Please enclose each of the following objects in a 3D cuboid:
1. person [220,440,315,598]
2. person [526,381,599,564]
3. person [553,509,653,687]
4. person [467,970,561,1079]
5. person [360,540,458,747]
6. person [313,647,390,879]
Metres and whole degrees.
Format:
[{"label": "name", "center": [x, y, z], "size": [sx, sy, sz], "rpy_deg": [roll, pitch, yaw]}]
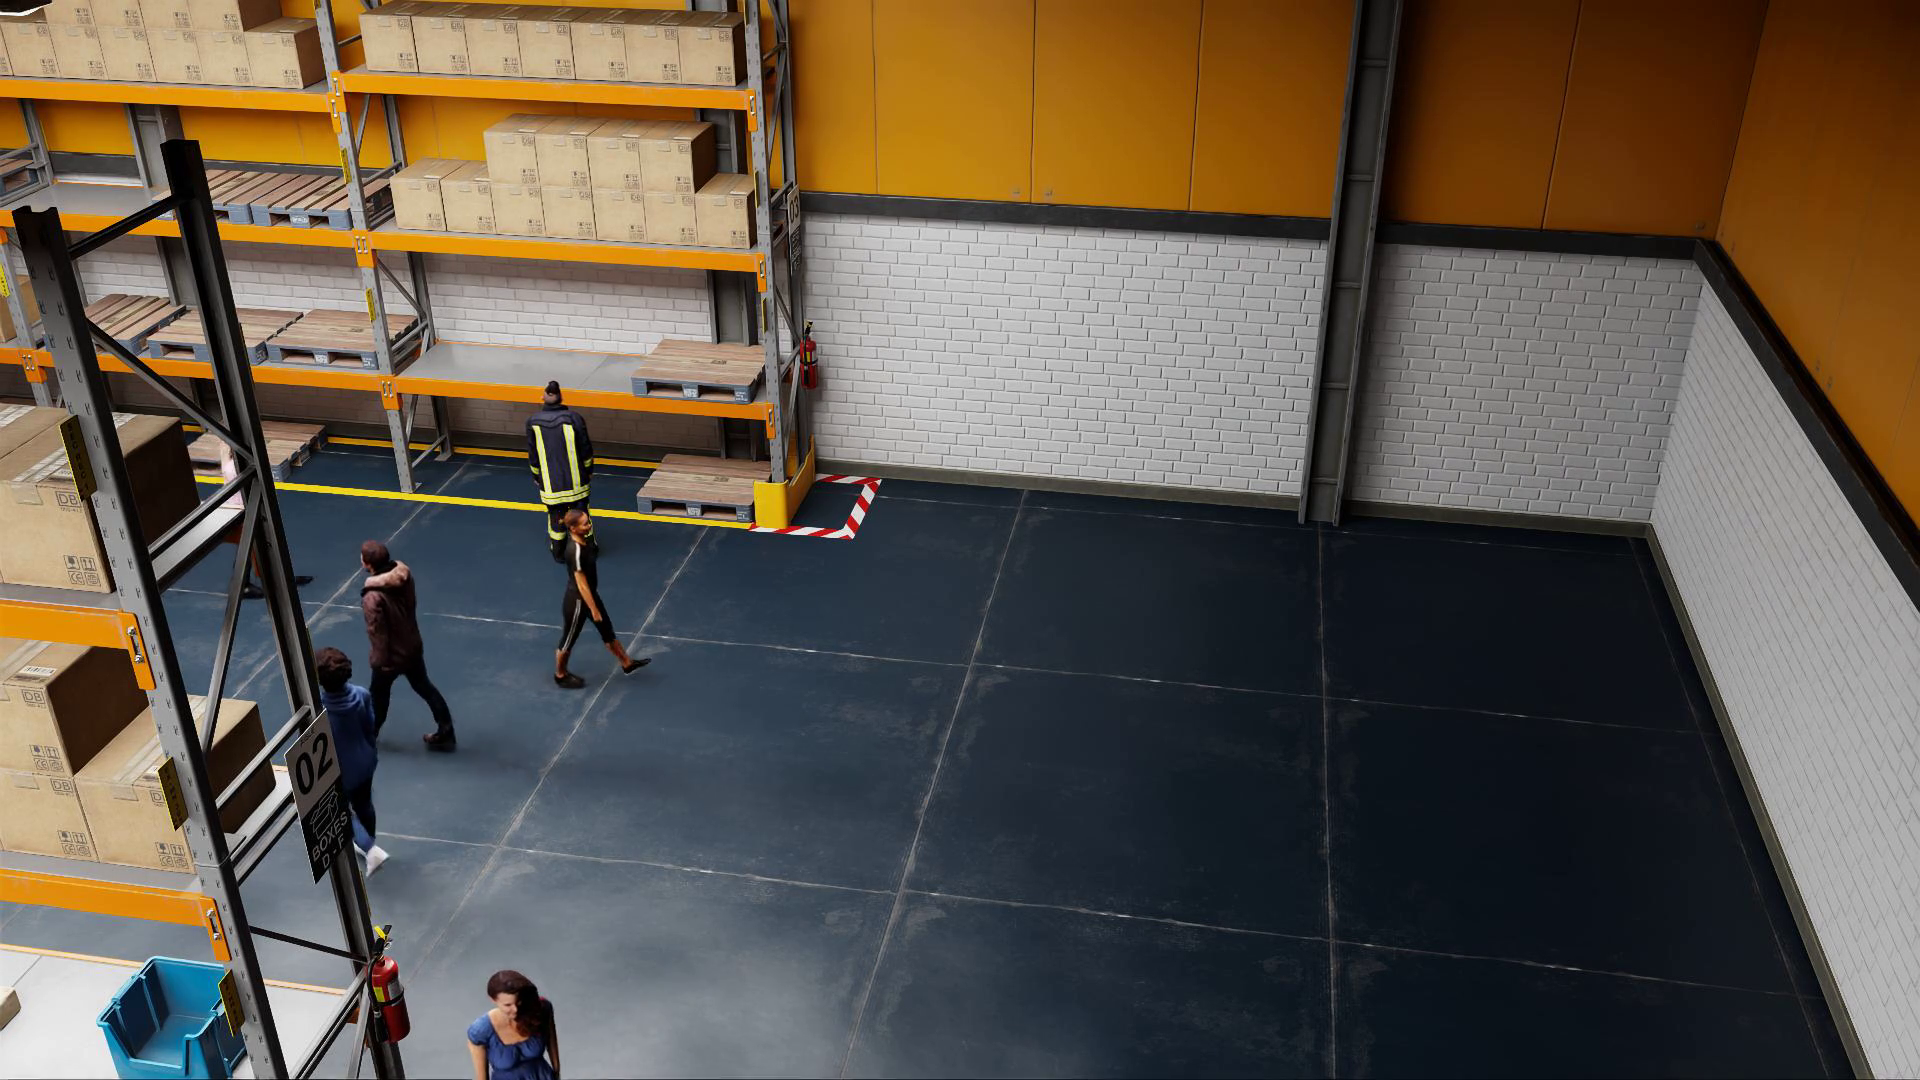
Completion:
[{"label": "person", "center": [-6.507, -0.217, 14.995], "size": [0.933, 1.663, 0.754], "rpy_deg": [-2, 29, -4]}, {"label": "person", "center": [-3.729, -0.653, 15.588], "size": [0.761, 1.860, 0.903], "rpy_deg": [-5, 29, -9]}, {"label": "person", "center": [-3.209, 0.500, 13.715], "size": [1.096, 1.631, 0.727], "rpy_deg": [-1, 29, -2]}, {"label": "person", "center": [-2.381, 2.990, 8.978], "size": [0.838, 1.795, 0.899], "rpy_deg": [-16, 32, -27]}, {"label": "person", "center": [-4.281, 0.862, 12.884], "size": [1.164, 1.790, 0.792], "rpy_deg": [6, 29, 11]}, {"label": "person", "center": [-4.224, 1.586, 11.556], "size": [0.978, 1.792, 0.882], "rpy_deg": [21, 35, 33]}]
